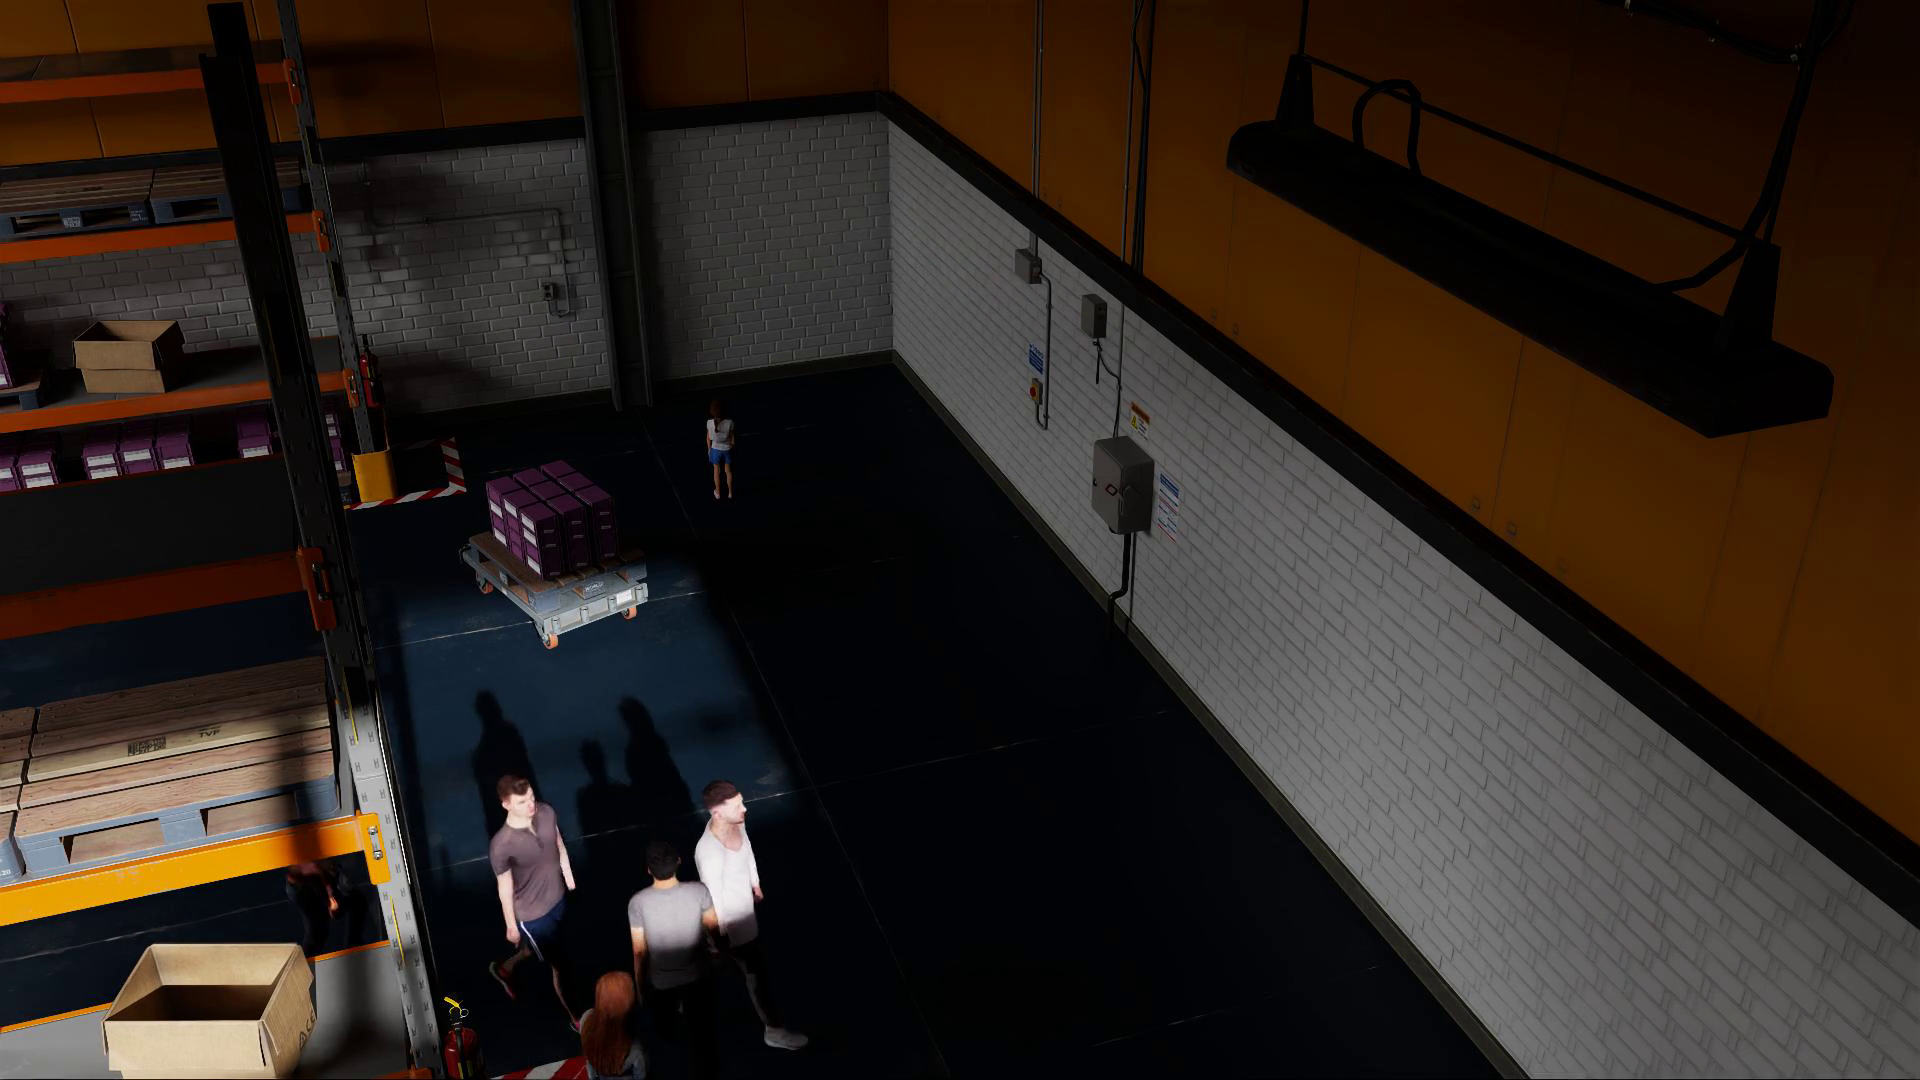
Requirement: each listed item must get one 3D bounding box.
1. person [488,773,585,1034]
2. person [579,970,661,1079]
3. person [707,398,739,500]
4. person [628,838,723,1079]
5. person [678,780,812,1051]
[{"bbox_3d":[-2.453,2.052,9.465,1.191,1.826,1.106,10,30,18],"label":"person"},{"bbox_3d":[-1.701,2.867,8.149,0.978,1.656,1.212,23,36,36],"label":"person"},{"bbox_3d":[-2.248,-0.867,15.660,0.419,1.019,0.526,-2,29,-3],"label":"person"},{"bbox_3d":[-1.499,2.394,8.948,1.039,1.722,0.791,-6,29,-11],"label":"person"},{"bbox_3d":[-1.348,2.104,9.390,1.171,1.808,0.978,2,29,4],"label":"person"}]
